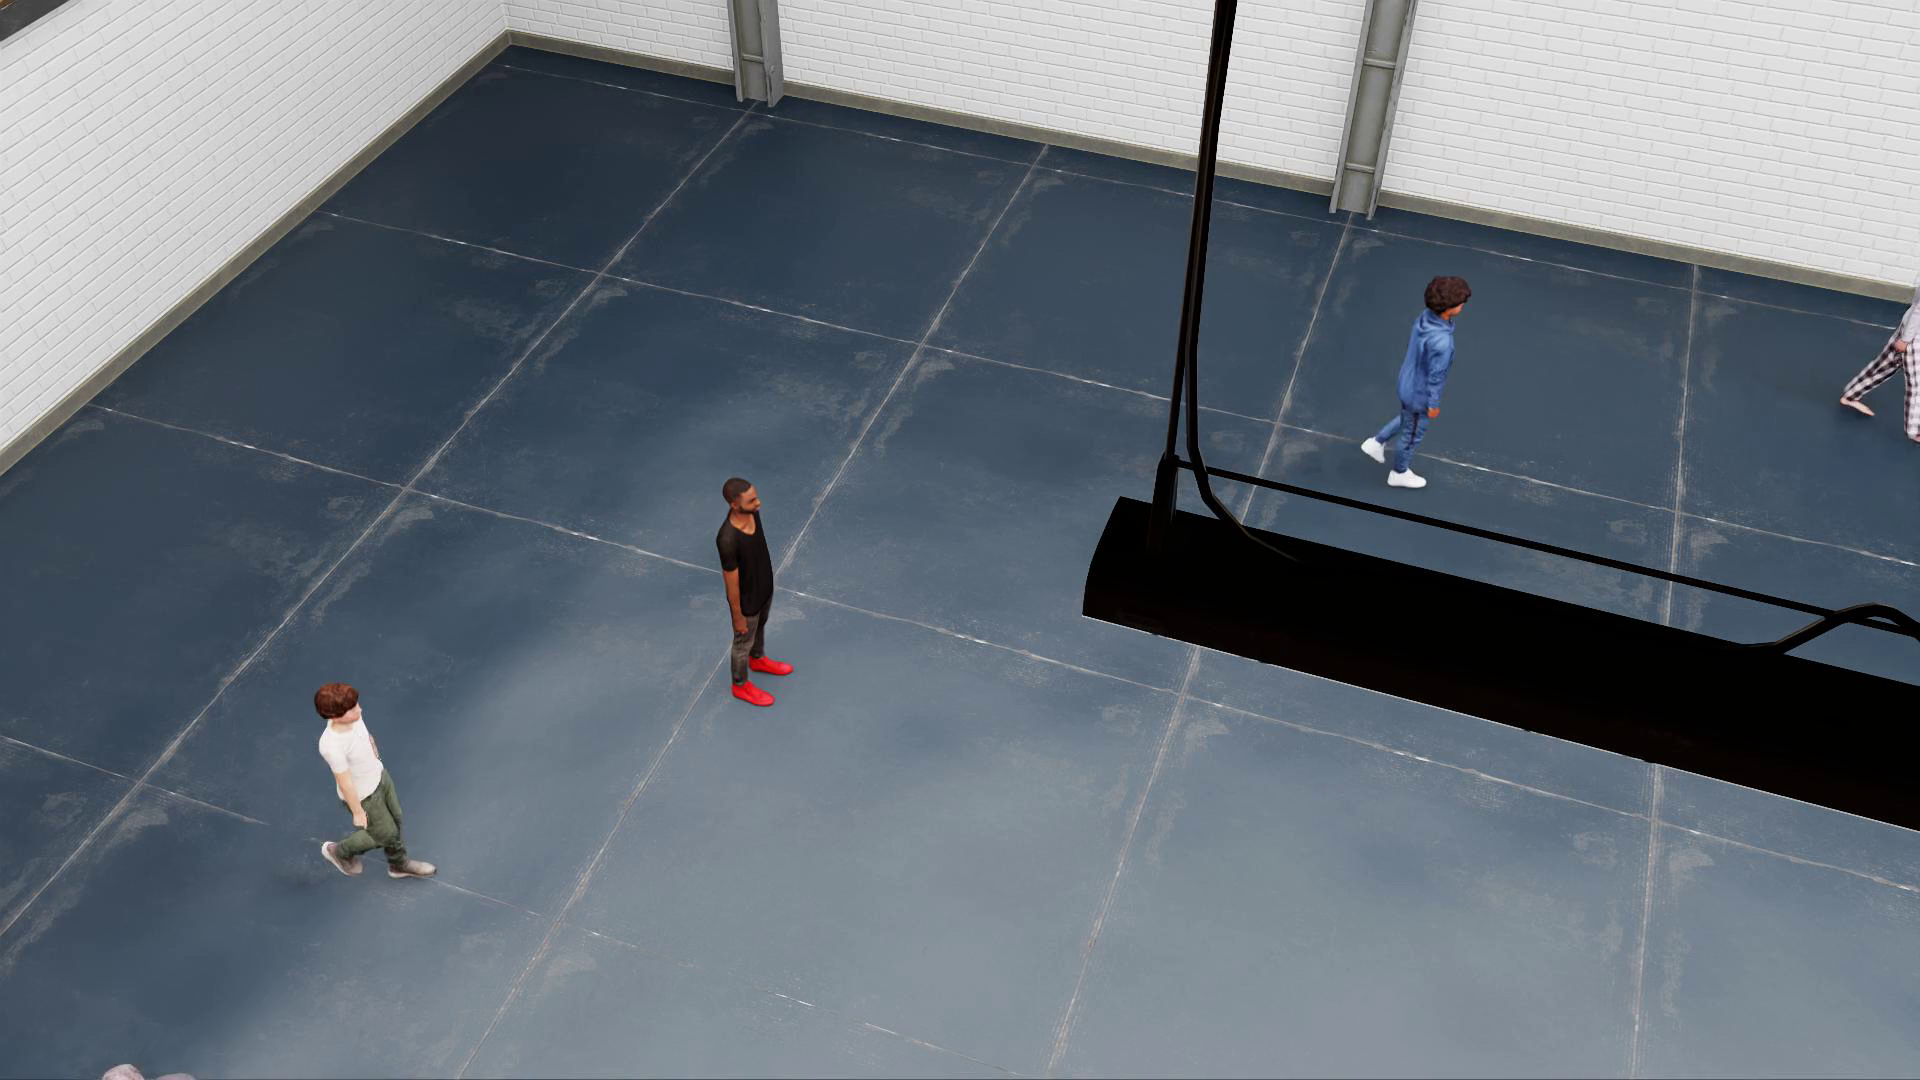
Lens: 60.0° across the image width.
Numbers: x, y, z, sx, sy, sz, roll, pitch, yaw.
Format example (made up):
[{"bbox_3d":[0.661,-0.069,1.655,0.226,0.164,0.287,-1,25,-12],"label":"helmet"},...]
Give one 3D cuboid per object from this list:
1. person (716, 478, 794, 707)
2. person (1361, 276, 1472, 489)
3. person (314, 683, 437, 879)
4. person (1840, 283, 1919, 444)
[{"bbox_3d":[-1.341,0.302,10.478,0.542,1.803,0.644,12,45,12],"label":"person"},{"bbox_3d":[3.237,-1.113,11.968,0.825,1.797,0.775,4,44,4],"label":"person"},{"bbox_3d":[-3.453,1.409,9.433,0.915,1.642,0.739,1,44,1],"label":"person"},{"bbox_3d":[7.136,-1.634,12.501,1.158,1.817,0.910,31,52,28],"label":"person"}]
